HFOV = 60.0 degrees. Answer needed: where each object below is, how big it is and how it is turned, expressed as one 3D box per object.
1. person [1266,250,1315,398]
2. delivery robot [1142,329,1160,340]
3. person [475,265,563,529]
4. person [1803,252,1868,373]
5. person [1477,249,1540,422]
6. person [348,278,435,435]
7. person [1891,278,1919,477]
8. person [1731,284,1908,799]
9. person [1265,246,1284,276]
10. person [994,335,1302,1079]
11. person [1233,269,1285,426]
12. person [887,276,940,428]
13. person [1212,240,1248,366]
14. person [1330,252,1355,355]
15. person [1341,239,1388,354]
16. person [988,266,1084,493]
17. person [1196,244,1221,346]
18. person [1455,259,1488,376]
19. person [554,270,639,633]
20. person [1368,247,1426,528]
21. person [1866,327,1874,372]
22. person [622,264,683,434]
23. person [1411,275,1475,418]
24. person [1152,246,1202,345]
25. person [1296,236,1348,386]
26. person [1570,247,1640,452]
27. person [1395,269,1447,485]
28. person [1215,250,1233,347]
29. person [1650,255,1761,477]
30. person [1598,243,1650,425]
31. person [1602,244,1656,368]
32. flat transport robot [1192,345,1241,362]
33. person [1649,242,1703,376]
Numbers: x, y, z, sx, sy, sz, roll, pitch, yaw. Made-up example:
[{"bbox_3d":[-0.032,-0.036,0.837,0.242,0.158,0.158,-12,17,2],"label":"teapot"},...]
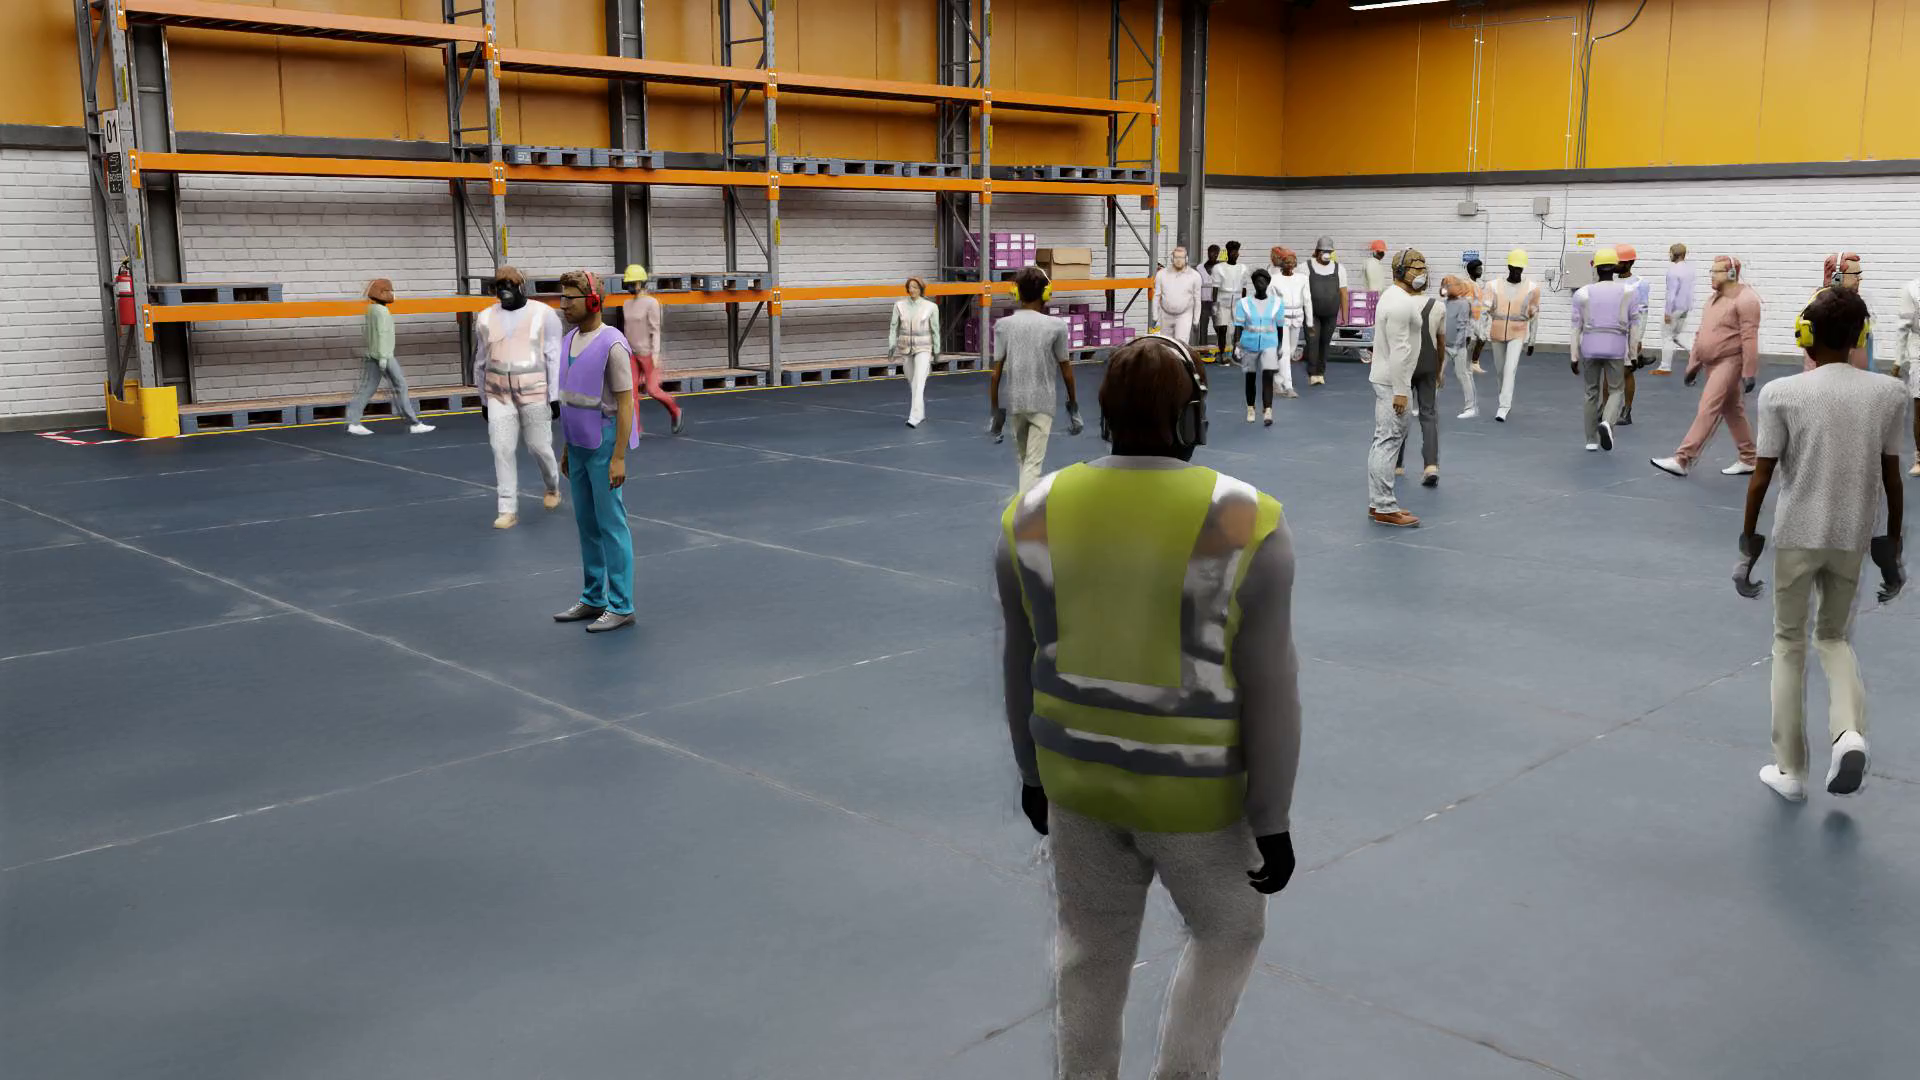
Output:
[{"bbox_3d":[4.130,-2.745,21.065,0.584,1.851,0.955,-2,11,-13],"label":"person"},{"bbox_3d":[3.335,-3.257,27.105,0.707,0.478,0.477,-1,10,-3],"label":"delivery robot"},{"bbox_3d":[-3.085,-1.017,11.699,0.638,1.819,0.730,0,10,2],"label":"person"},{"bbox_3d":[5.923,-0.990,11.312,0.409,1.908,0.647,5,12,26],"label":"person"},{"bbox_3d":[6.047,-2.259,18.332,0.602,1.877,1.024,5,12,27],"label":"person"},{"bbox_3d":[-5.863,-1.860,16.918,0.850,1.587,0.514,-6,12,-31],"label":"person"},{"bbox_3d":[8.125,-1.515,13.855,0.616,2.029,0.457,10,14,42],"label":"person"},{"bbox_3d":[3.060,0.031,5.903,0.567,1.847,0.466,1,10,7],"label":"person"},{"bbox_3d":[5.373,-3.980,27.799,0.872,1.855,0.602,-5,12,-27],"label":"person"},{"bbox_3d":[0.387,0.499,3.406,0.659,1.824,0.454,5,12,27],"label":"person"},{"bbox_3d":[3.182,-2.044,17.716,0.549,1.650,0.860,2,11,8],"label":"person"},{"bbox_3d":[-0.484,-1.995,17.655,0.517,1.591,0.877,4,11,20],"label":"person"},{"bbox_3d":[4.154,-3.635,25.635,0.614,1.943,0.525,-2,10,-8],"label":"person"},{"bbox_3d":[6.232,-3.981,27.980,0.873,1.781,0.603,2,11,9],"label":"person"},{"bbox_3d":[6.946,-4.123,28.274,0.928,1.967,0.599,7,13,34],"label":"person"},{"bbox_3d":[0.506,-0.810,10.556,0.515,1.824,0.961,6,12,28],"label":"person"},{"bbox_3d":[4.122,-3.883,27.176,0.681,1.887,0.679,6,12,30],"label":"person"},{"bbox_3d":[7.413,-3.186,23.909,0.545,1.673,0.550,6,12,31],"label":"person"},{"bbox_3d":[-1.868,-0.457,8.565,0.377,1.844,0.570,-9,14,-41],"label":"person"},{"bbox_3d":[3.054,-1.066,11.643,0.376,1.937,0.629,2,11,9],"label":"person"},{"bbox_3d":[7.119,-1.213,13.383,0.520,1.589,0.897,-3,11,-15],"label":"person"},{"bbox_3d":[-3.099,-1.853,16.448,0.528,1.743,0.735,7,13,35],"label":"person"},{"bbox_3d":[5.387,-2.121,18.339,0.846,1.586,0.510,-6,12,-28],"label":"person"},{"bbox_3d":[2.940,-3.022,22.469,0.644,1.880,0.786,4,11,19],"label":"person"},{"bbox_3d":[4.892,-3.086,22.373,0.703,2.000,0.917,-1,10,-4],"label":"person"},{"bbox_3d":[5.959,-1.747,15.408,0.611,1.912,0.628,4,11,22],"label":"person"},{"bbox_3d":[3.750,-1.362,13.651,0.535,1.809,0.967,0,10,2],"label":"person"},{"bbox_3d":[4.289,-3.820,27.102,0.898,1.785,0.582,-9,14,-40],"label":"person"},{"bbox_3d":[6.328,-1.451,13.965,1.009,1.849,0.665,0,10,-3],"label":"person"},{"bbox_3d":[7.060,-2.194,17.796,0.375,1.934,0.547,-7,13,-34],"label":"person"},{"bbox_3d":[10.129,-3.558,25.368,0.985,1.883,0.549,0,10,1],"label":"person"},{"bbox_3d":[4.081,-3.022,26.854,0.652,0.197,1.431,9,14,42],"label":"flat transport robot"},{"bbox_3d":[10.283,-3.278,23.749,0.643,1.924,0.654,-8,13,-38],"label":"person"}]
